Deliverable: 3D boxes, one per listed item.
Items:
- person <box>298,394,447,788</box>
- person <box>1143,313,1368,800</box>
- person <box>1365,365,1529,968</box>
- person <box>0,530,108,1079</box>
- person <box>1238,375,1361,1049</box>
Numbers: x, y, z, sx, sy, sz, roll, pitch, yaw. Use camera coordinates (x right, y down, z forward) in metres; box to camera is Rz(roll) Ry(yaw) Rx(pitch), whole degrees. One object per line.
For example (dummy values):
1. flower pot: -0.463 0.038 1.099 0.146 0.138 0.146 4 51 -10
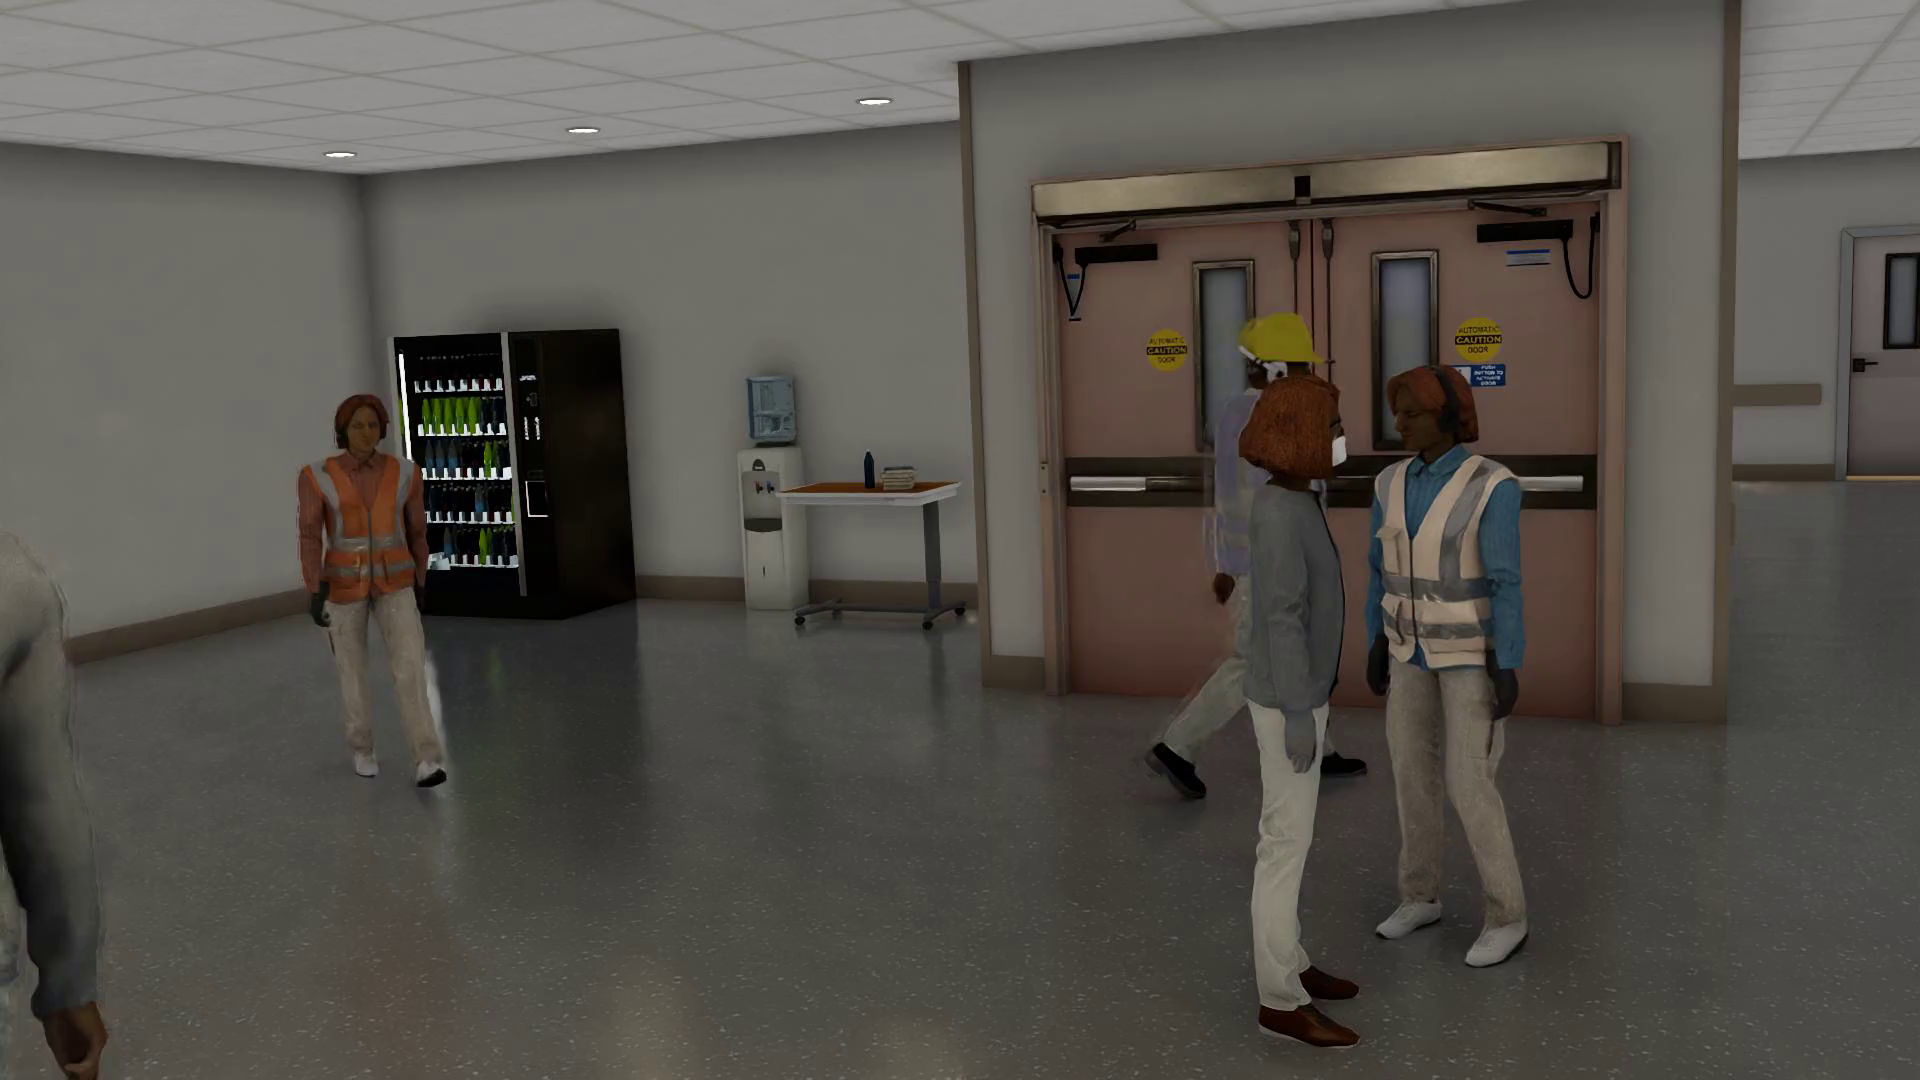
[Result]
1. person: -2.371 0.222 6.711 0.520 1.597 0.854 -6 8 -28
2. person: 1.070 0.064 6.137 0.875 1.794 0.581 -3 7 -7
3. person: 1.340 0.333 4.586 0.314 1.626 0.528 -7 9 -30
4. person: -1.374 0.627 2.099 0.617 1.911 0.652 3 9 34
5. person: 0.845 0.409 4.125 0.282 1.633 0.500 0 8 14
